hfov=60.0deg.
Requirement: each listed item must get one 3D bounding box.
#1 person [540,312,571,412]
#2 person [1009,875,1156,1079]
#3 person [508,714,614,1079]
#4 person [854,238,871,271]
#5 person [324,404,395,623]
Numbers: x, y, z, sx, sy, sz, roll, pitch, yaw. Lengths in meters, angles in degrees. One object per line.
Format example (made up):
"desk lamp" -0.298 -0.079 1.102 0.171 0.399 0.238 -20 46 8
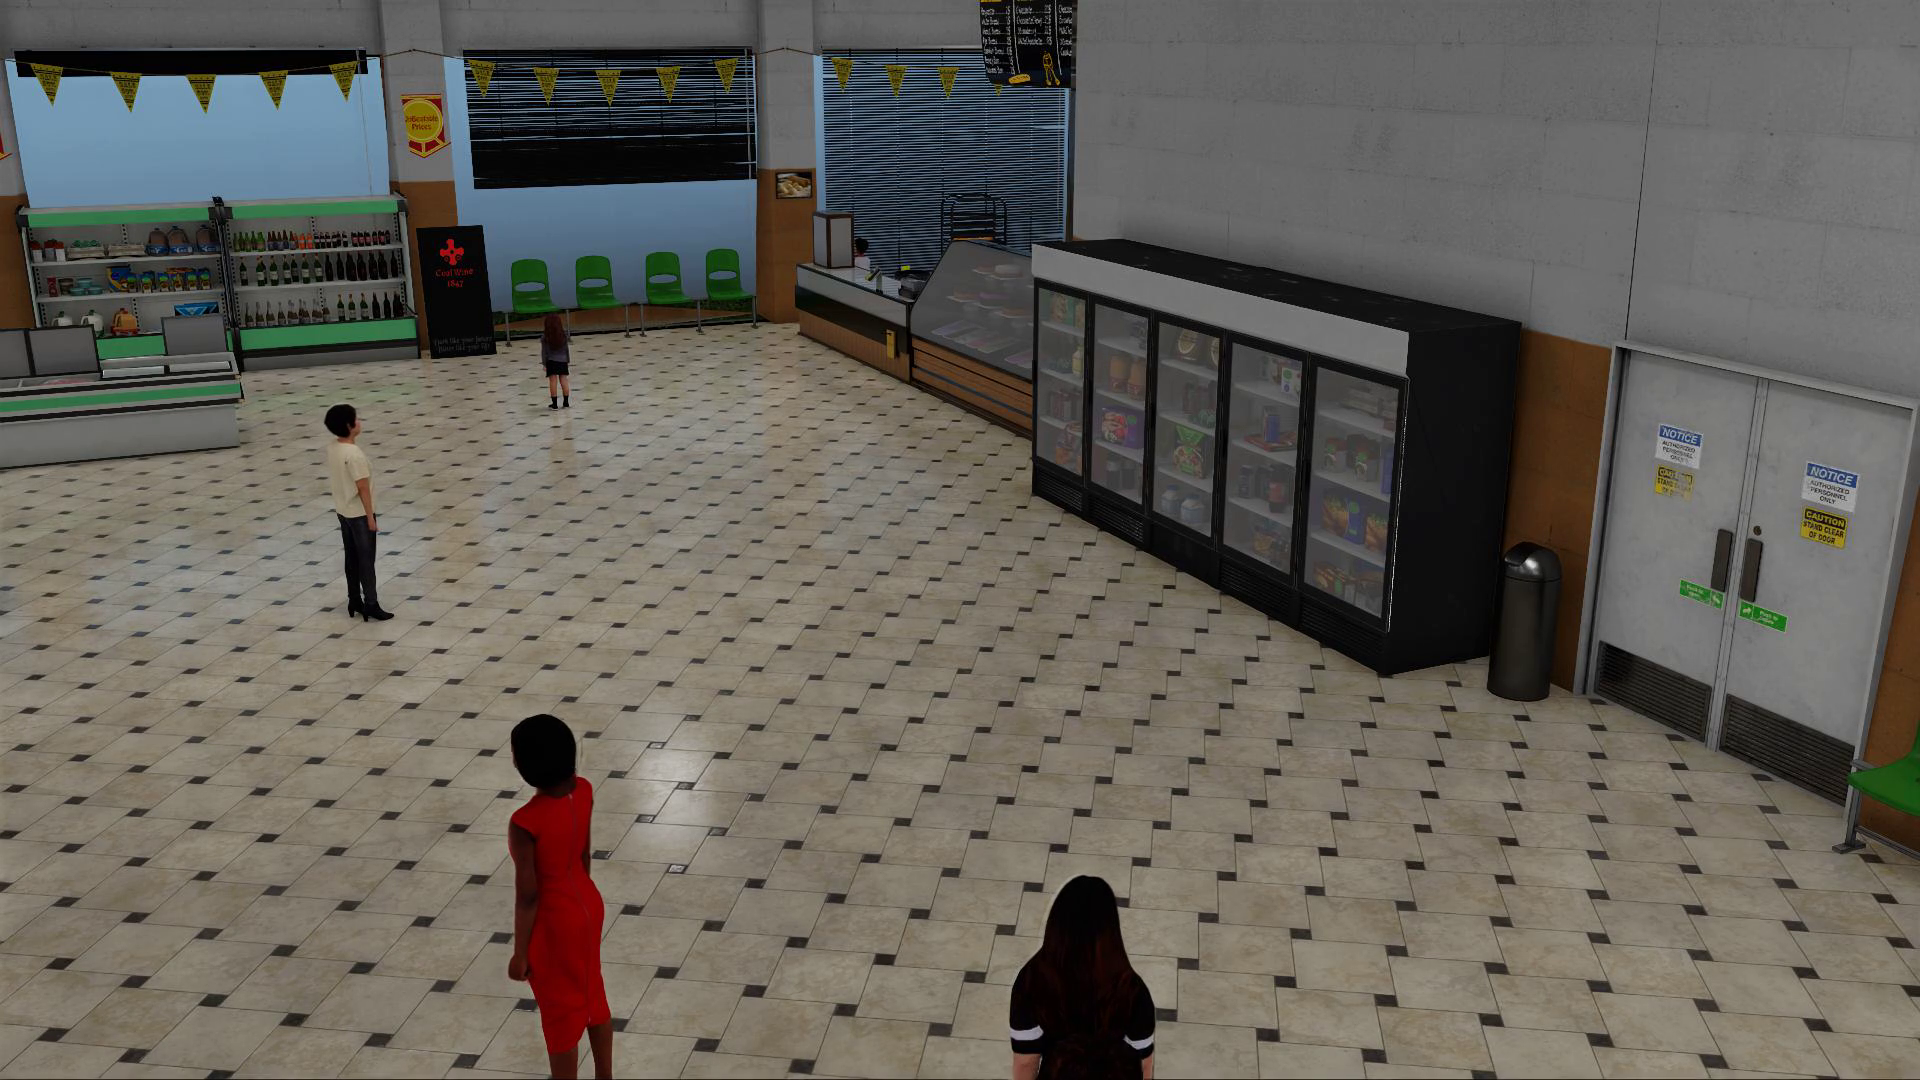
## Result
"person" -4.569 -2.027 18.789 0.406 1.106 0.556 -11 20 -31
"person" 0.383 1.808 5.242 0.673 1.639 0.767 1 17 5
"person" -1.477 1.463 6.195 0.704 1.747 0.622 8 19 25
"person" -1.437 -3.773 24.274 0.620 1.260 0.524 15 22 40
"person" -4.332 -0.196 11.931 0.658 1.588 0.627 14 22 39
